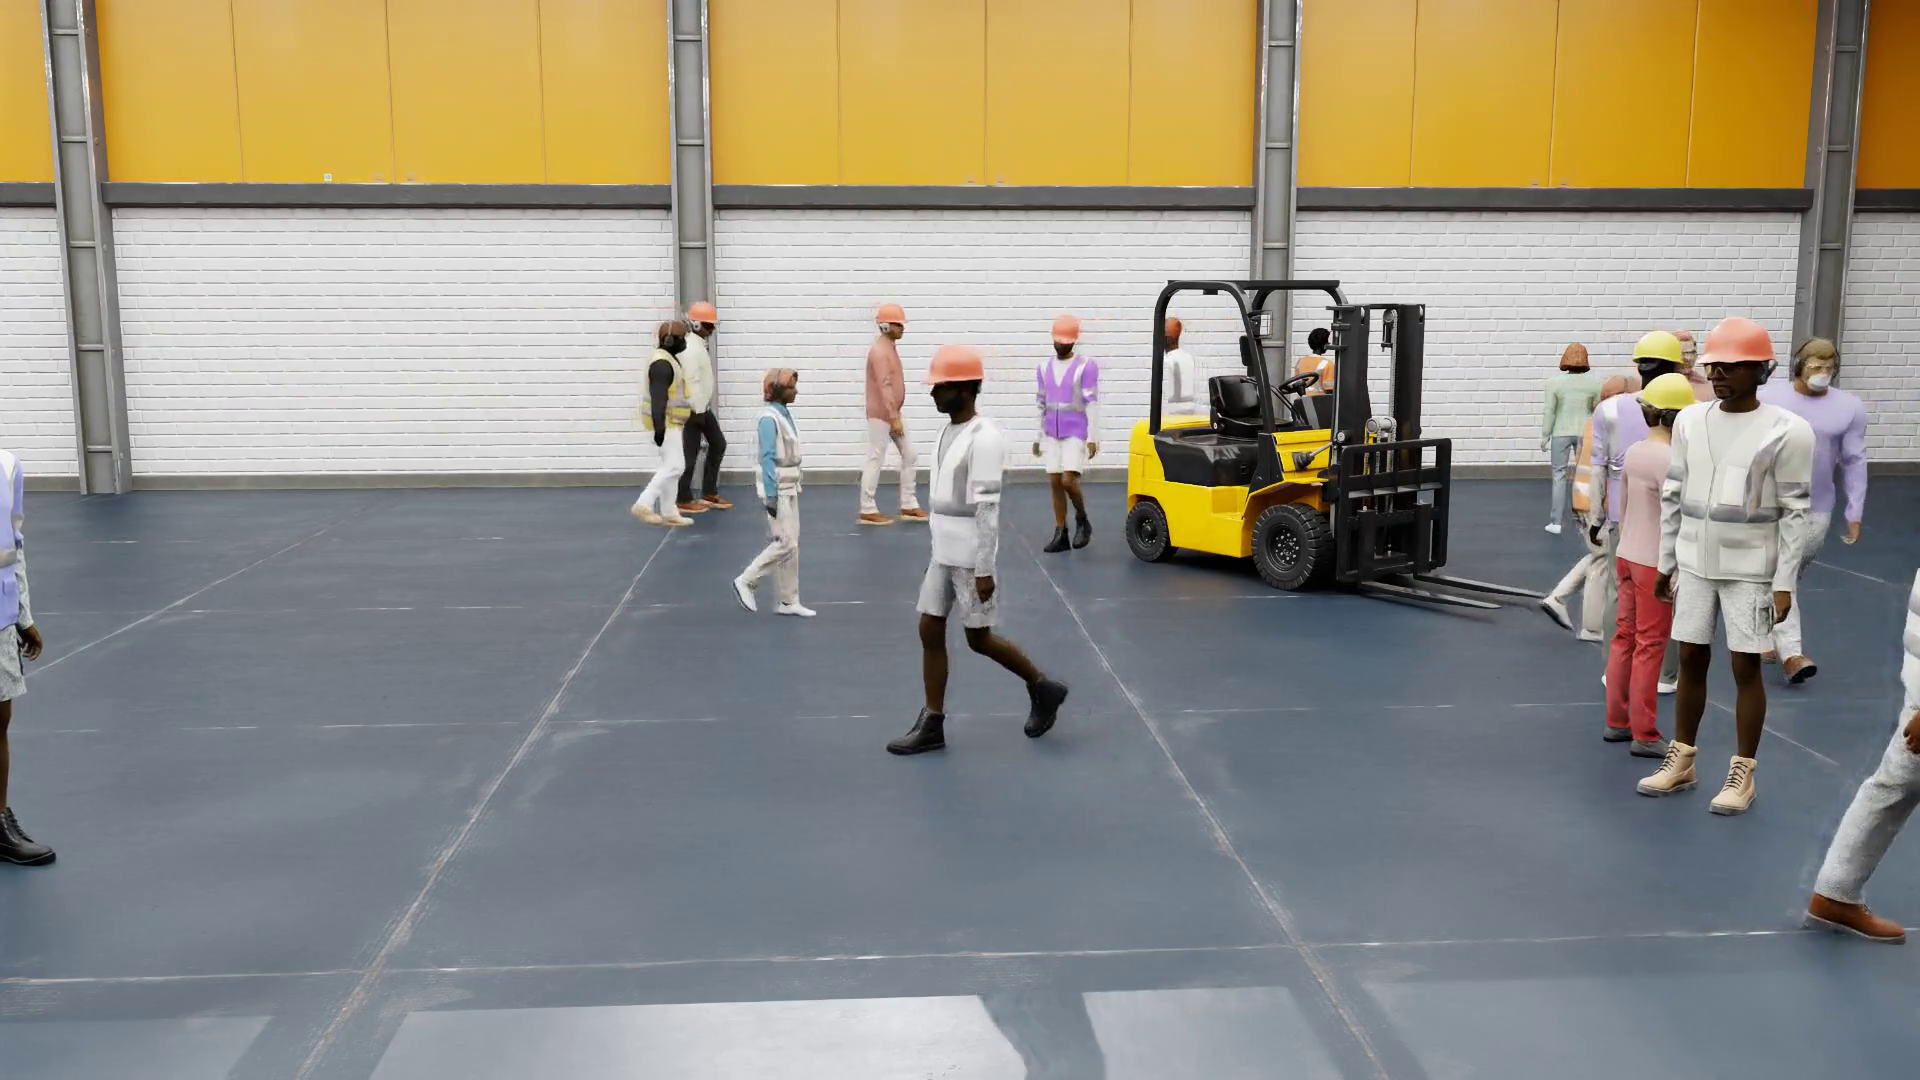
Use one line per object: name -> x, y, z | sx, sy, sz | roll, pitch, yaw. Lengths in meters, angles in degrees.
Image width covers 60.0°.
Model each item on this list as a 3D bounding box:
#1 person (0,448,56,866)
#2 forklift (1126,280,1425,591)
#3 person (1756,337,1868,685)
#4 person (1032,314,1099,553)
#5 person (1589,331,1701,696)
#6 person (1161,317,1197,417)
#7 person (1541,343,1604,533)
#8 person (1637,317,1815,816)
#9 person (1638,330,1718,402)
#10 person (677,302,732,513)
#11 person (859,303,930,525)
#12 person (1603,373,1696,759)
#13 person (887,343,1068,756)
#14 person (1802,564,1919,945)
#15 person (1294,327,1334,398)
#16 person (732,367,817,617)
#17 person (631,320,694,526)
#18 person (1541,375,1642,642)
person -> -3.596, 0.293, 6.058 | 0.376, 1.934, 0.546 | 3, 10, 21
forklift -> 2.301, -0.860, 12.475 | 1.214, 2.155, 2.313 | -6, 11, -35
person -> 4.616, -0.169, 9.129 | 0.636, 1.870, 1.063 | 1, 9, 7
person -> 0.823, -0.838, 13.227 | 0.569, 1.911, 0.400 | 7, 11, 36
person -> 3.633, -0.138, 8.802 | 0.585, 1.921, 0.383 | 6, 11, 32
person -> 1.886, -0.965, 14.163 | 0.658, 1.865, 0.583 | 6, 11, 35
person -> 5.245, -0.866, 14.268 | 0.504, 1.632, 0.270 | 1, 9, 8
person -> 3.151, 0.109, 6.865 | 0.385, 2.045, 0.605 | -6, 11, -35
person -> 4.671, -0.425, 10.808 | 0.649, 1.852, 0.956 | -3, 10, -19
person -> -2.367, -1.224, 15.475 | 0.672, 1.963, 0.645 | 0, 9, -1
person -> -0.553, -1.094, 14.655 | 0.790, 1.964, 0.611 | 2, 9, 15
person -> 3.213, 0.116, 7.689 | 0.322, 1.769, 0.523 | 0, 9, -2
person -> 0.079, 0.041, 7.721 | 0.836, 1.912, 0.553 | -4, 10, -26
person -> 3.258, 0.442, 5.247 | 1.027, 1.883, 0.610 | 4, 10, 26
person -> 3.586, -1.298, 16.811 | 0.320, 1.689, 0.525 | -6, 11, -32
person -> -1.182, -0.298, 10.701 | 0.437, 1.626, 0.530 | 2, 9, 11
person -> -2.573, -1.005, 14.554 | 0.463, 1.823, 0.667 | -1, 9, -6
person -> 3.833, -0.180, 10.000 | 0.428, 1.620, 0.559 | 0, 9, -3
